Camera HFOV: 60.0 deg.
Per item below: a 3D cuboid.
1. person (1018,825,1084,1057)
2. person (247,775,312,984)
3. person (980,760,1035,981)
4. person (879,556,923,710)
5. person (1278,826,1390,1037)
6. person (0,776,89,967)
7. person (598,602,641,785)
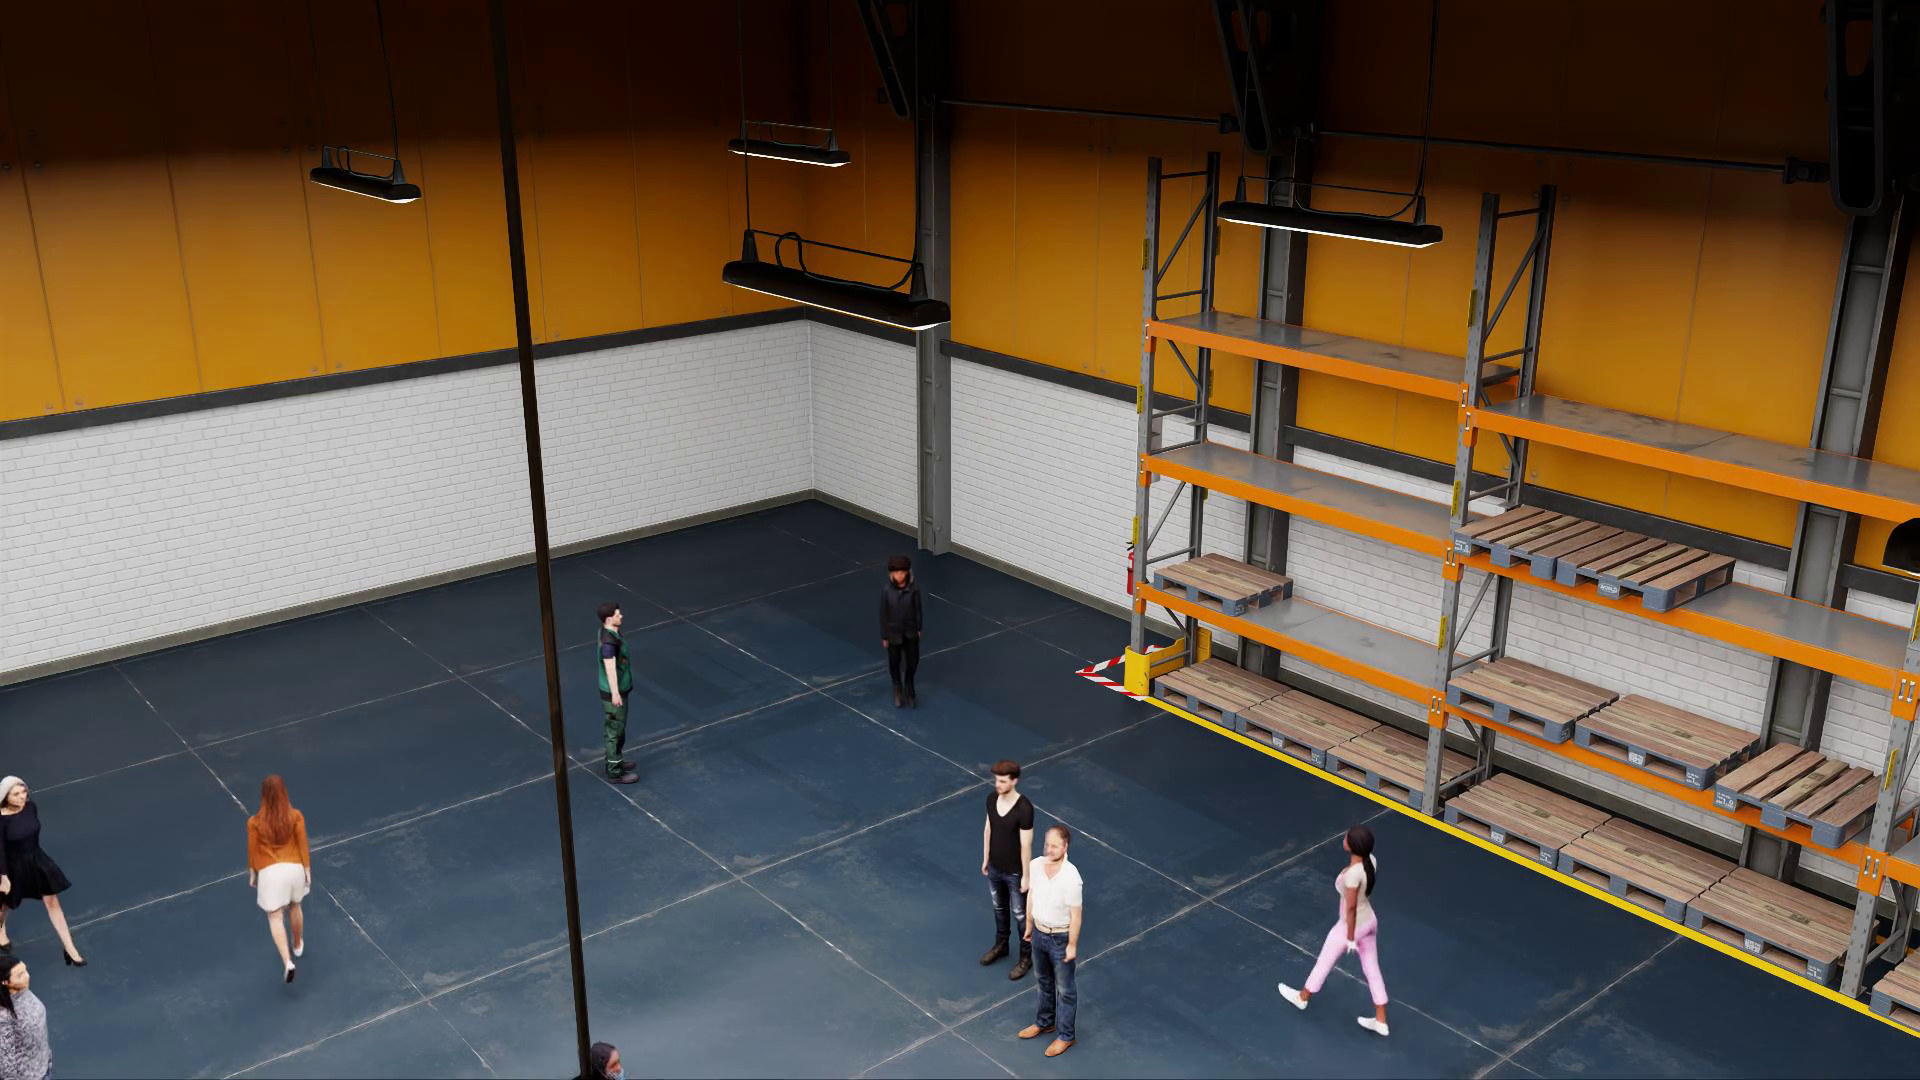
[{"bbox_3d":[0.724,2.973,12.530,0.715,1.856,0.486,-15,24,-38],"label":"person"},{"bbox_3d":[-5.488,2.750,13.444,0.763,1.696,1.076,-9,21,-26],"label":"person"},{"bbox_3d":[0.409,2.630,13.493,0.522,1.892,0.733,17,25,41],"label":"person"},{"bbox_3d":[-0.668,0.991,18.562,0.757,1.762,0.790,-3,19,-8],"label":"person"},{"bbox_3d":[3.104,3.002,12.685,1.147,1.702,0.725,15,24,38],"label":"person"},{"bbox_3d":[-7.706,2.716,13.578,1.319,1.674,0.978,9,20,24],"label":"person"},{"bbox_3d":[-3.494,1.514,16.796,0.823,1.900,0.666,-5,19,-15],"label":"person"}]
